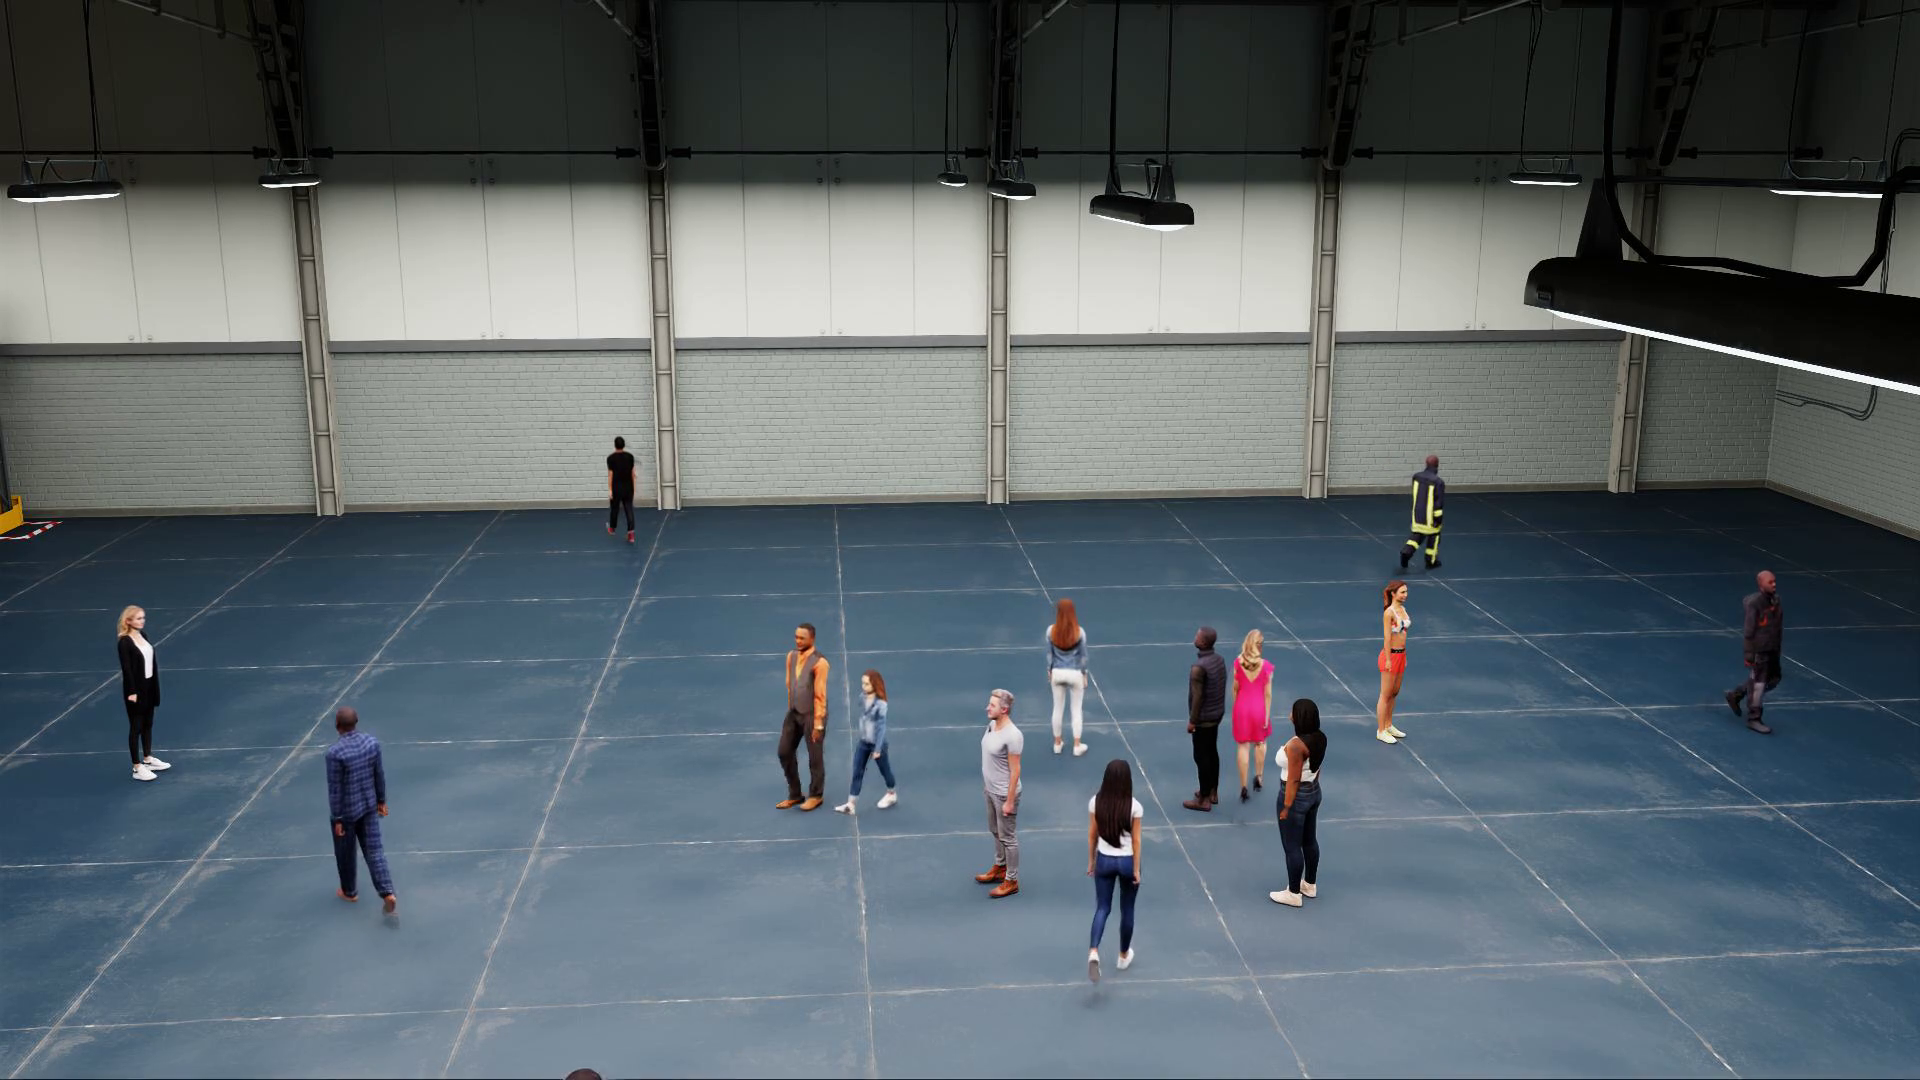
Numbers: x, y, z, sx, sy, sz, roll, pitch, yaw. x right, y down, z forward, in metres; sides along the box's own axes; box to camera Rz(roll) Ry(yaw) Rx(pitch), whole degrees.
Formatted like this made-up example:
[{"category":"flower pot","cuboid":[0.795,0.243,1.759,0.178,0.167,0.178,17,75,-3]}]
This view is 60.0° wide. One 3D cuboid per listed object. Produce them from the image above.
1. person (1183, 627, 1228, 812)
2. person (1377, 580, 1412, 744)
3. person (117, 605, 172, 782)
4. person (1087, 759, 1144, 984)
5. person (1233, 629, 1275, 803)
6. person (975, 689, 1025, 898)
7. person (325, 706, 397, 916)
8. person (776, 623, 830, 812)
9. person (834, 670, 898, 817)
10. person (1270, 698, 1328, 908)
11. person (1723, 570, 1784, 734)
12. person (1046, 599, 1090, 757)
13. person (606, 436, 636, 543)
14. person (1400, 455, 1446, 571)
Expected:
[{"category":"person","cuboid":[2.398,1.727,16.227,0.805,1.835,0.773,9,16,33]},{"category":"person","cuboid":[4.722,1.302,18.158,0.738,1.791,0.678,11,17,39]},{"category":"person","cuboid":[-8.427,1.549,17.065,0.569,1.805,0.629,1,13,2]},{"category":"person","cuboid":[1.175,2.563,12.789,1.034,1.757,0.945,5,14,22]},{"category":"person","cuboid":[2.852,1.747,16.417,0.768,1.710,0.787,4,14,17]},{"category":"person","cuboid":[0.374,2.156,14.381,0.668,1.832,0.756,-5,14,-21]},{"category":"person","cuboid":[-5.001,2.291,13.908,1.187,1.783,1.157,12,18,43]},{"category":"person","cuboid":[-1.427,1.700,16.210,0.893,1.896,0.954,11,17,39]},{"category":"person","cuboid":[-0.777,1.954,16.113,0.981,1.444,1.055,12,18,42]},{"category":"person","cuboid":[2.910,2.217,14.168,0.811,1.809,0.743,12,18,42]},{"category":"person","cuboid":[8.855,1.203,18.556,1.004,1.805,0.996,-8,15,-30]},{"category":"person","cuboid":[1.127,1.460,17.674,0.617,1.702,0.756,4,14,18]},{"category":"person","cuboid":[-5.545,-0.806,27.430,1.147,1.716,1.000,-7,15,-29]},{"category":"person","cuboid":[7.112,-0.407,25.515,1.220,1.802,1.108,-11,17,-40]}]
